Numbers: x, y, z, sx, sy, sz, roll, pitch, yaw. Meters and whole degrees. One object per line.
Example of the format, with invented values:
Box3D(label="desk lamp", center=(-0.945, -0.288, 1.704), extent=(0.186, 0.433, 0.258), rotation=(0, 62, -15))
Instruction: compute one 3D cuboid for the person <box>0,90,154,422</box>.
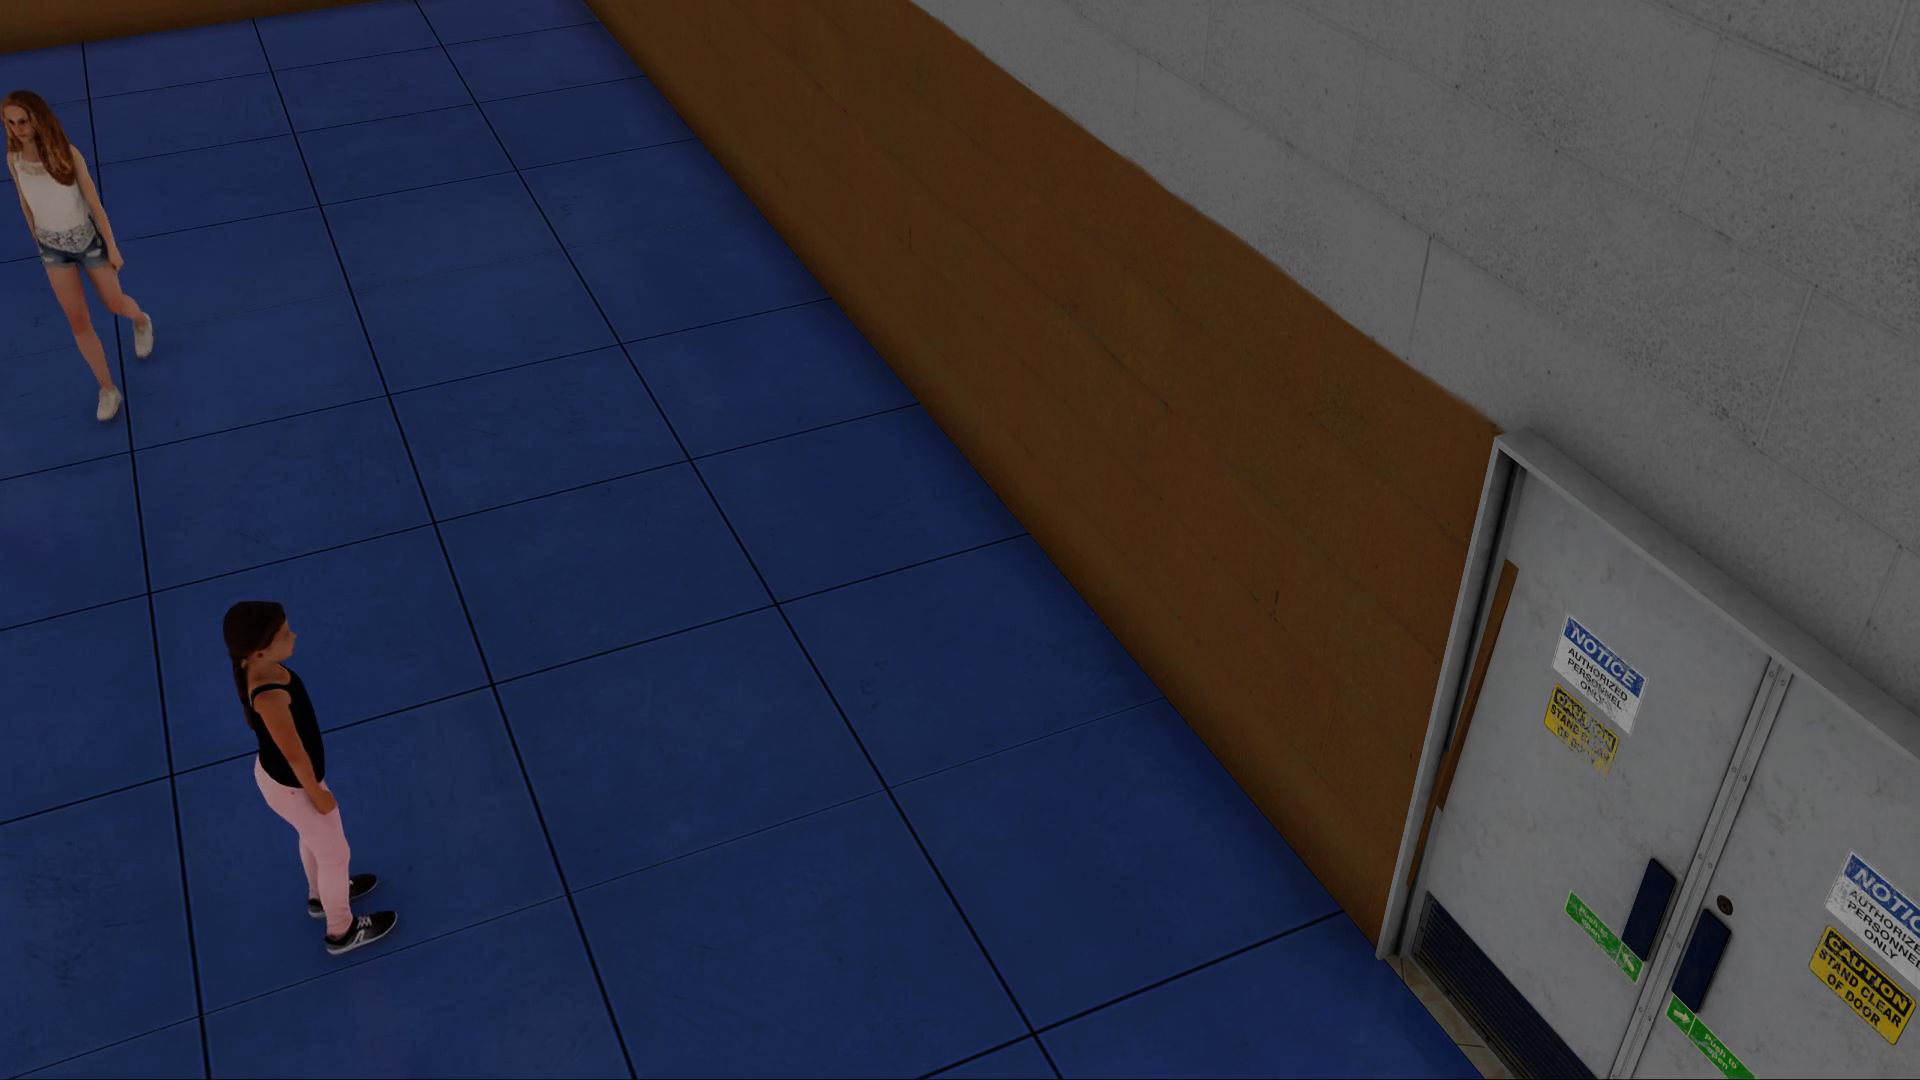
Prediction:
Box3D(label="person", center=(-4.666, -1.569, 8.870), extent=(1.095, 1.730, 0.880), rotation=(-4, 37, -5))

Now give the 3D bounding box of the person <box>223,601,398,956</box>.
Box3D(label="person", center=(-2.322, 0.832, 5.814), extent=(0.550, 1.558, 0.558), rotation=(-23, 43, -27))
